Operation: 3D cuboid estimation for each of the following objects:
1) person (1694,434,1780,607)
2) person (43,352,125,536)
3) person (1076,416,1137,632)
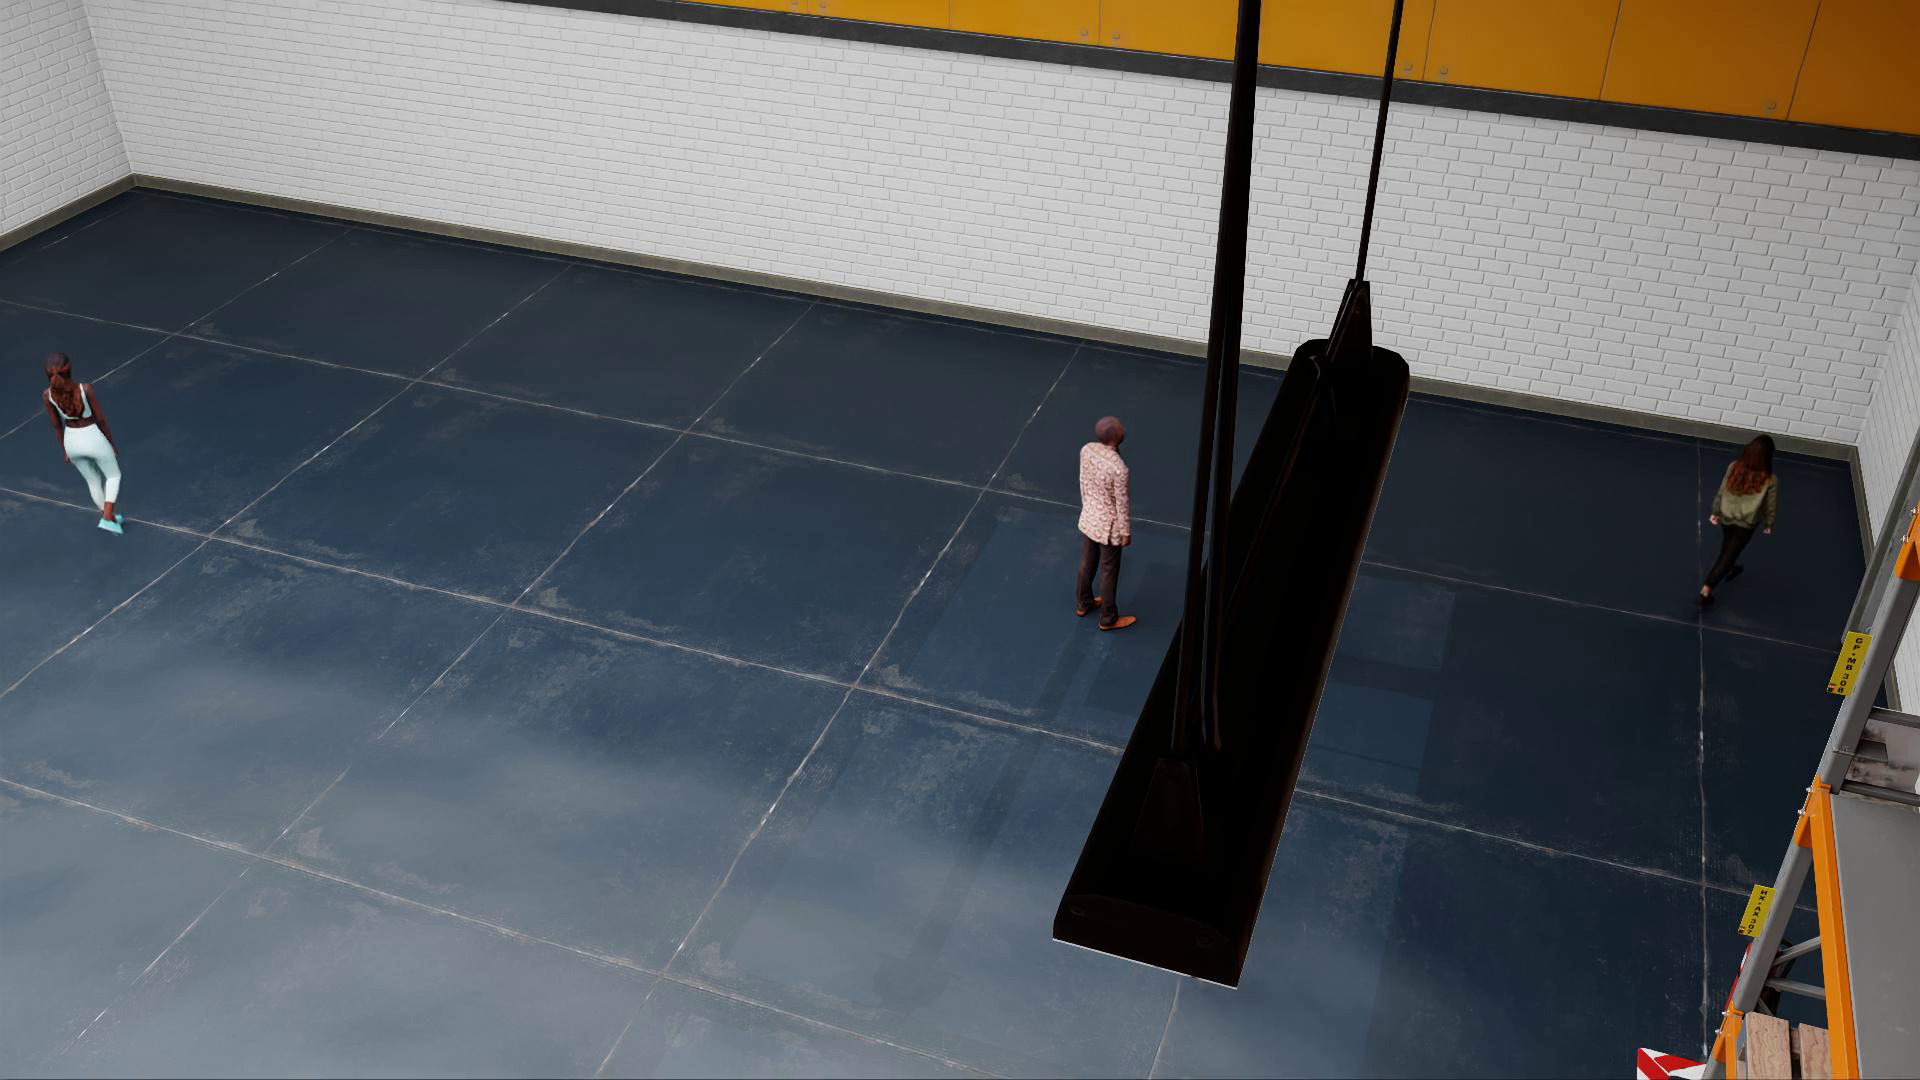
[{"bbox_3d":[6.080,-0.120,13.058,1.097,1.439,0.924,-23,40,-31],"label":"person"},{"bbox_3d":[-7.208,-0.729,13.722,0.803,1.717,0.916,-6,34,-9],"label":"person"},{"bbox_3d":[1.105,-0.138,12.753,0.799,1.806,0.780,-21,39,-28],"label":"person"}]
